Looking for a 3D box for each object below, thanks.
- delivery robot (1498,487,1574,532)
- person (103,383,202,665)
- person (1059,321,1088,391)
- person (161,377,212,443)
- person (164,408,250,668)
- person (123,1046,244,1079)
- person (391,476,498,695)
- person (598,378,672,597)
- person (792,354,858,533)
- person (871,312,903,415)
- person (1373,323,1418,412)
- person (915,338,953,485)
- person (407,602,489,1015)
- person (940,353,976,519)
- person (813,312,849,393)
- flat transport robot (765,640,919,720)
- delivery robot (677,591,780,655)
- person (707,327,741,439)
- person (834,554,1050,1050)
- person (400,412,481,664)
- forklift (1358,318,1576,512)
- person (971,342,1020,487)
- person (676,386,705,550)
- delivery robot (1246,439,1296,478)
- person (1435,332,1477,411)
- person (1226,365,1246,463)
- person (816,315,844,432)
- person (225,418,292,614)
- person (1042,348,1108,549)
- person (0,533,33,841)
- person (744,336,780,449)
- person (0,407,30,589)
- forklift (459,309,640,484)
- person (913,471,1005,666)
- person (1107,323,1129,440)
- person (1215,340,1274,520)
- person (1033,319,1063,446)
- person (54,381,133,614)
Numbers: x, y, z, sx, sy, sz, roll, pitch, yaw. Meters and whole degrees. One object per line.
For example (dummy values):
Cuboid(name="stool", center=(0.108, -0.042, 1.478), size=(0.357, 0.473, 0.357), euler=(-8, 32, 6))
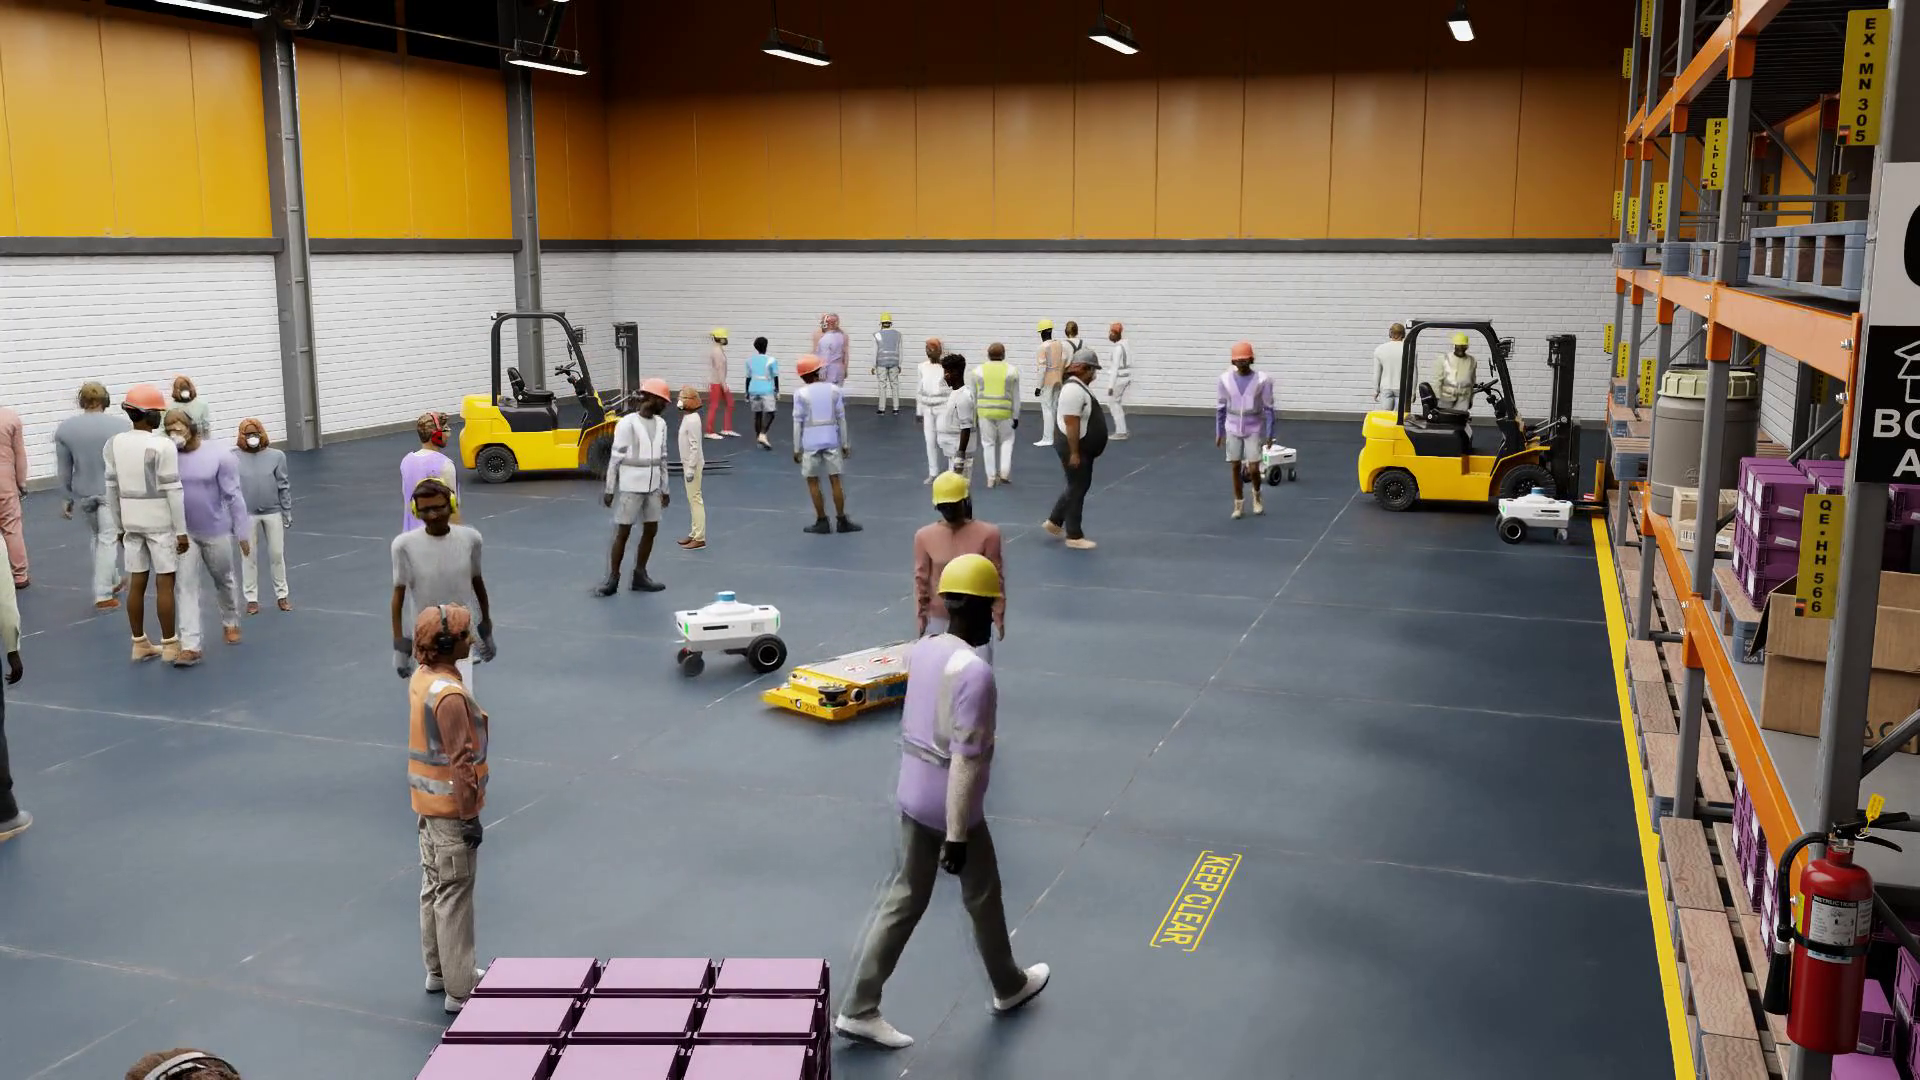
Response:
Cuboid(name="delivery robot", center=(5.885, -0.295, 16.998), size=(0.707, 0.478, 0.477), euler=(2, 10, 13))
Cuboid(name="person", center=(-5.855, -0.116, 12.068), size=(0.615, 2.040, 0.391), euler=(3, 11, 17))
Cuboid(name="person", center=(1.775, -2.529, 26.215), size=(0.515, 1.842, 0.328), euler=(-6, 12, -29))
Cuboid(name="person", center=(-8.387, -0.971, 18.113), size=(0.531, 1.591, 0.814), euler=(-8, 13, -36))
Cuboid(name="person", center=(-5.594, -0.059, 12.266), size=(0.684, 1.885, 1.052), euler=(-2, 10, -11))
Cuboid(name="person", center=(-1.157, 1.669, 2.604), size=(0.435, 1.833, 0.648), euler=(10, 14, 43))
Cuboid(name="person", center=(-2.837, 0.525, 9.154), size=(0.592, 1.802, 1.000), euler=(-5, 11, -25))
Cuboid(name="person", center=(-2.821, -0.450, 14.401), size=(0.472, 1.885, 0.722), euler=(8, 13, 39))
Cuboid(name="person", center=(-1.425, -1.006, 17.518), size=(0.717, 1.897, 0.349), euler=(-5, 11, -27))
Cuboid(name="person", center=(-1.310, -3.137, 29.665), size=(0.586, 1.835, 0.404), euler=(-4, 11, -20))
Cuboid(name="person", center=(6.173, -2.108, 23.597), size=(0.627, 1.934, 0.372), euler=(5, 11, 24))
Cuboid(name="person", center=(-0.259, -1.646, 21.195), size=(0.581, 1.870, 0.560), euler=(6, 12, 32))
Cuboid(name="person", center=(-2.020, 1.057, 6.596), size=(0.309, 1.641, 0.514), euler=(-6, 12, -32))
Cuboid(name="person", center=(-0.022, -0.887, 16.646), size=(0.368, 1.959, 0.602), euler=(-1, 10, -7))
Cuboid(name="person", center=(-2.218, -2.968, 28.577), size=(0.650, 1.884, 0.611), euler=(-3, 11, -18))
Cuboid(name="flat transport robot", center=(-0.560, 0.921, 11.213), size=(0.652, 0.197, 1.431), euler=(9, 13, 42))
Cuboid(name="delivery robot", center=(-1.658, 0.612, 11.894), size=(0.707, 0.478, 0.477), euler=(-3, 11, -19))
Cuboid(name="person", center=(-3.683, -2.440, 25.976), size=(0.650, 1.744, 0.537), euler=(0, 10, 0))
Cuboid(name="person", center=(-0.071, 0.992, 6.356), size=(0.974, 1.866, 0.593), euler=(-6, 12, -31))
Cuboid(name="person", center=(-3.776, 0.003, 11.951), size=(0.563, 1.847, 0.390), euler=(7, 12, 35))
Cuboid(name="forklift", center=(5.787, -1.437, 19.079), size=(2.313, 2.155, 1.214), euler=(3, 11, 19))
Cuboid(name="person", center=(0.446, -1.567, 20.864), size=(0.628, 1.829, 0.454), euler=(1, 10, 6))
Cuboid(name="person", center=(-2.701, -0.726, 16.648), size=(0.280, 1.636, 0.500), euler=(-3, 10, -15))
Cuboid(name="delivery robot", center=(3.972, -1.042, 21.207), size=(0.707, 0.478, 0.477), euler=(-10, 14, -44))
Cuboid(name="person", center=(7.083, -2.082, 23.821), size=(0.602, 1.809, 0.793), euler=(1, 10, 4))
Cuboid(name="person", center=(3.879, -1.867, 23.067), size=(0.310, 1.639, 0.515), euler=(-5, 11, -26))
Cuboid(name="person", center=(-2.124, -2.666, 26.812), size=(0.408, 1.909, 0.638), euler=(4, 11, 20))
Cuboid(name="person", center=(-5.781, -0.201, 13.725), size=(0.504, 1.627, 0.281), euler=(-6, 11, -29))
Cuboid(name="person", center=(1.168, -0.946, 16.747), size=(0.636, 2.000, 0.714), euler=(1, 10, 7))
Cuboid(name="person", center=(-5.090, 0.553, 8.440), size=(0.622, 1.990, 0.402), euler=(-2, 10, -12))
Cuboid(name="person", center=(-2.983, -2.187, 24.759), size=(0.547, 1.672, 0.570), euler=(3, 11, 17))
Cuboid(name="person", center=(-8.514, -0.484, 14.552), size=(0.659, 1.915, 0.403), euler=(-7, 12, -35))
Cuboid(name="forklift", center=(-5.354, -1.902, 21.697), size=(2.313, 2.155, 1.214), euler=(-2, 10, -13))
Cuboid(name="person", center=(-0.005, 0.455, 9.682), size=(0.539, 1.746, 0.430), euler=(1, 10, 8))
Cuboid(name="person", center=(2.452, -2.456, 25.827), size=(0.369, 1.835, 0.669), euler=(1, 10, 7))
Cuboid(name="person", center=(3.141, -1.215, 18.349), size=(0.631, 2.007, 0.661), euler=(4, 11, 20))
Cuboid(name="person", center=(1.320, -2.373, 25.134), size=(0.382, 1.917, 0.585), euler=(7, 12, 34))
Cuboid(name="person", center=(-7.162, -0.385, 14.000), size=(0.638, 1.895, 0.978), euler=(0, 10, -1))
